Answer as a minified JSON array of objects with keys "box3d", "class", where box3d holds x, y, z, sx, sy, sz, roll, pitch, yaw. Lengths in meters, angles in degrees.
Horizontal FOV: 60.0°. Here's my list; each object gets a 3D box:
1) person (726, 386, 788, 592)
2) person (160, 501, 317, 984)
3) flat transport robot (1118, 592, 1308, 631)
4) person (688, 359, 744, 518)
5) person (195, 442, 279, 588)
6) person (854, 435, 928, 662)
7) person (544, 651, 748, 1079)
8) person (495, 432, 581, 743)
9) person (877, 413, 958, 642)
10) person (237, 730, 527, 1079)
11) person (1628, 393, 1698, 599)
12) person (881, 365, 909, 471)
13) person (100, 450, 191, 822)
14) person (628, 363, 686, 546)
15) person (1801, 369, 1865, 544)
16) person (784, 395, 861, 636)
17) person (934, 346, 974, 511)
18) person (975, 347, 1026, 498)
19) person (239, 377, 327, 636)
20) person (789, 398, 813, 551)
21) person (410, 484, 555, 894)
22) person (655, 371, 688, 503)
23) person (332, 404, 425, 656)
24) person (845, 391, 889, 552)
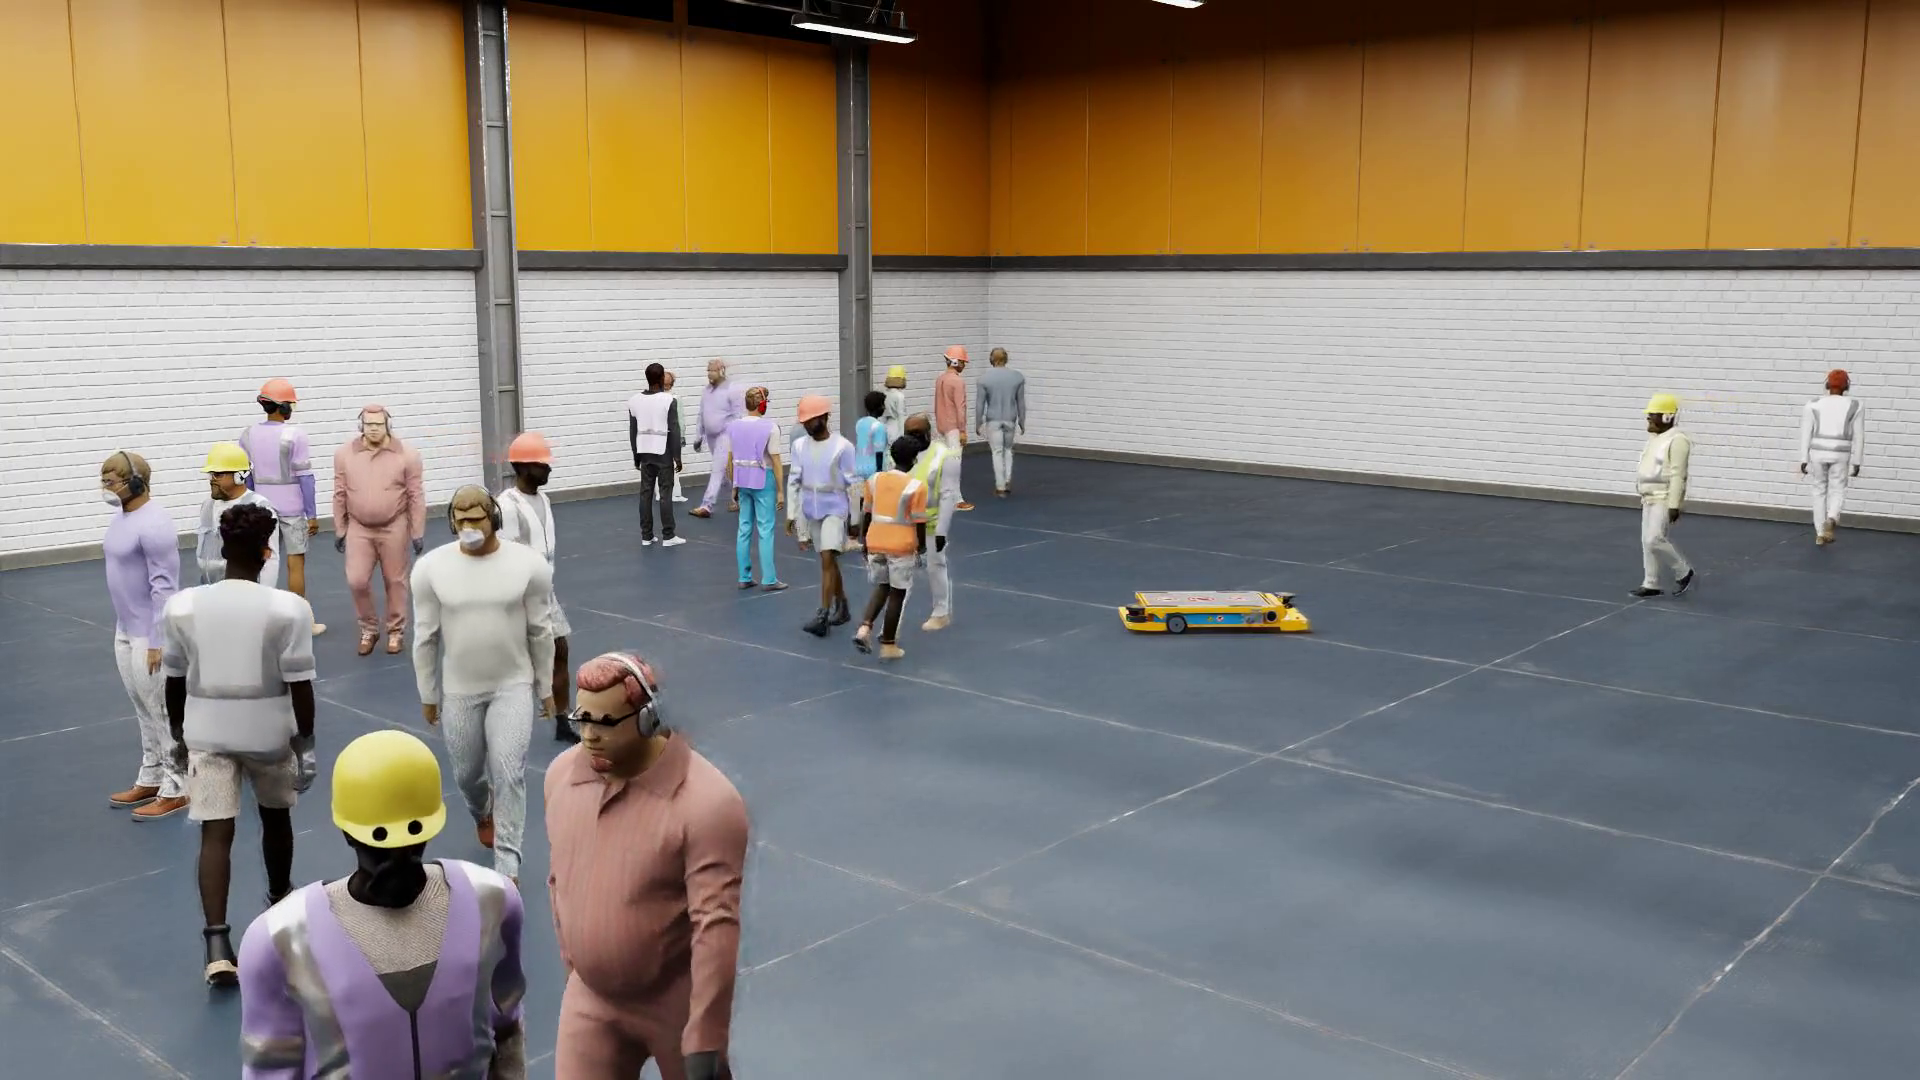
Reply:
[{"box3d":[-1.829,-0.453,14.909,0.571,1.845,0.382,5,10,28],"class":"person"},{"box3d":[-2.963,0.804,6.826,0.633,1.919,0.997,-2,9,-10],"class":"person"},{"box3d":[2.025,0.569,13.426,1.431,0.197,0.652,0,9,-1],"class":"flat transport robot"},{"box3d":[-2.847,-1.206,19.629,0.670,1.852,1.017,9,12,43],"class":"person"},{"box3d":[-4.402,0.319,10.106,0.588,1.833,0.404,4,10,25],"class":"person"},{"box3d":[-0.474,0.069,12.166,0.566,1.666,0.427,6,11,33],"class":"person"},{"box3d":[-0.875,1.221,4.341,0.676,1.858,0.942,4,10,24],"class":"person"},{"box3d":[-2.681,0.294,10.052,0.921,1.911,0.538,3,10,20],"class":"person"},{"box3d":[-0.334,-0.109,12.967,0.668,1.778,0.963,4,10,25],"class":"person"},{"box3d":[-1.167,1.327,3.492,0.594,1.922,0.386,-6,11,-35],"class":"person"},{"box3d":[6.113,-0.366,14.451,0.466,1.817,0.611,0,9,-1],"class":"person"},{"box3d":[-0.775,-1.264,20.329,0.325,1.740,0.492,-6,11,-32],"class":"person"},{"box3d":[-4.268,0.491,8.701,0.373,1.938,0.627,-8,12,-43],"class":"person"},{"box3d":[-3.186,-0.890,17.427,0.587,1.920,0.391,4,10,21],"class":"person"},{"box3d":[9.082,-0.849,17.355,0.579,1.868,0.621,6,11,32],"class":"person"},{"box3d":[-1.119,-0.195,13.171,0.559,1.875,0.986,4,10,24],"class":"person"},{"box3d":[-0.081,-1.351,20.117,0.402,1.984,0.613,-5,10,-28],"class":"person"},{"box3d":[0.498,-1.512,21.327,0.654,1.918,0.608,-2,9,-14],"class":"person"},{"box3d":[-5.276,-0.244,12.981,0.616,2.041,0.378,3,9,16],"class":"person"},{"box3d":[-1.542,-0.688,17.168,0.414,1.596,0.606,7,11,37],"class":"person"},{"box3d":[-2.195,0.665,7.720,0.630,1.913,0.851,-2,9,-12],"class":"person"},{"box3d":[-3.649,-1.281,20.762,0.522,1.637,0.306,4,10,24],"class":"person"},{"box3d":[-4.318,-0.070,12.365,0.673,1.886,0.524,-1,9,-9],"class":"person"},{"box3d":[-0.837,-0.706,17.112,0.837,1.648,0.537,-7,11,-37],"class":"person"}]
